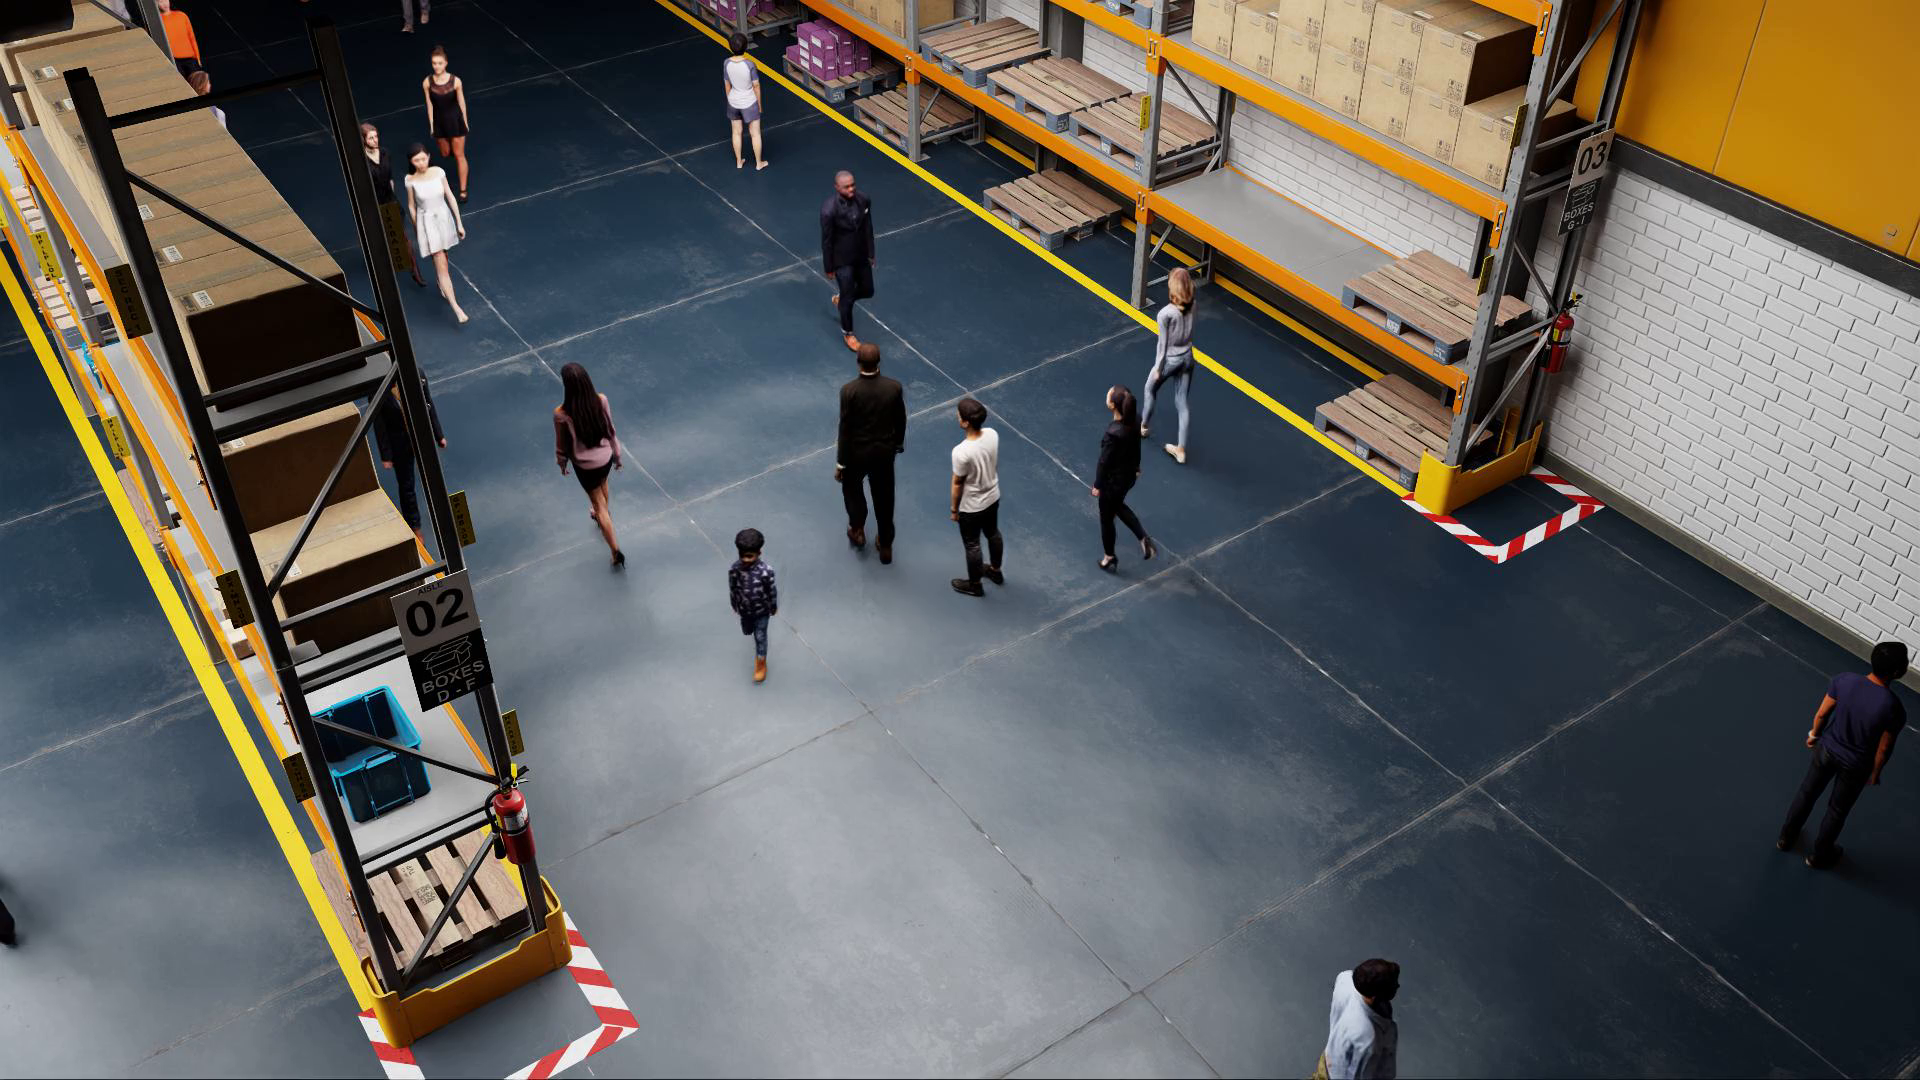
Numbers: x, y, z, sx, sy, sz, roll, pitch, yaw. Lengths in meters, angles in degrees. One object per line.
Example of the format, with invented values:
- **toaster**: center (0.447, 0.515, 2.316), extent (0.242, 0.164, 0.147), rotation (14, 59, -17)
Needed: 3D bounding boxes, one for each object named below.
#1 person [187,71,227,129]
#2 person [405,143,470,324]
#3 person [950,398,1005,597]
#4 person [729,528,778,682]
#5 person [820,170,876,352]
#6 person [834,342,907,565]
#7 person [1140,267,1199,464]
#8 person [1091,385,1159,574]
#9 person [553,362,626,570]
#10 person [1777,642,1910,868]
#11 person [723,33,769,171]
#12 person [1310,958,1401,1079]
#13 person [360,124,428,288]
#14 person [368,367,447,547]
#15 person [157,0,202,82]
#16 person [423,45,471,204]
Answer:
- **person**: center (-7.760, -4.051, 17.342), extent (0.545, 1.725, 0.699), rotation (31, 48, 33)
- **person**: center (-5.072, -3.023, 16.053), extent (0.618, 1.727, 1.156), rotation (-23, 44, -26)
- **person**: center (0.142, -0.332, 12.694), extent (0.620, 1.714, 0.680), rotation (30, 47, 32)
- **person**: center (-1.495, 0.418, 12.136), extent (0.755, 1.239, 0.830), rotation (4, 39, 5)
- **person**: center (-1.074, -2.652, 15.528), extent (0.735, 1.802, 0.880), rotation (-27, 46, -29)
- **person**: center (-0.672, -0.613, 12.913), extent (0.903, 1.880, 0.912), rotation (-10, 40, -12)
- **person**: center (1.861, -1.436, 14.031), extent (0.624, 1.771, 0.945), rotation (-23, 44, -26)
- **person**: center (1.297, -0.420, 12.818), extent (0.860, 1.698, 0.757), rotation (22, 44, 25)
- **person**: center (-2.801, -0.522, 12.883), extent (0.650, 1.775, 0.998), rotation (-22, 43, -25)
- **person**: center (5.593, 1.357, 10.519), extent (0.704, 1.789, 0.474), rotation (-26, 45, -29)
- **person**: center (-2.410, -4.886, 18.516), extent (0.637, 1.565, 0.712), rotation (10, 40, 13)
- **person**: center (1.960, 2.803, 8.723), extent (1.128, 1.770, 1.232), rotation (-3, 39, -4)
- **person**: center (-5.813, -3.322, 16.488), extent (1.165, 1.651, 0.788), rotation (28, 46, 30)
- **person**: center (-4.361, -0.786, 13.194), extent (0.692, 1.800, 0.583), rotation (-27, 46, -29)
- **person**: center (-9.006, -5.508, 19.160), extent (0.699, 1.734, 0.942), rotation (-30, 48, -32)
- **person**: center (-5.519, -4.538, 18.006), extent (0.864, 1.659, 1.014), rotation (-2, 39, -3)
